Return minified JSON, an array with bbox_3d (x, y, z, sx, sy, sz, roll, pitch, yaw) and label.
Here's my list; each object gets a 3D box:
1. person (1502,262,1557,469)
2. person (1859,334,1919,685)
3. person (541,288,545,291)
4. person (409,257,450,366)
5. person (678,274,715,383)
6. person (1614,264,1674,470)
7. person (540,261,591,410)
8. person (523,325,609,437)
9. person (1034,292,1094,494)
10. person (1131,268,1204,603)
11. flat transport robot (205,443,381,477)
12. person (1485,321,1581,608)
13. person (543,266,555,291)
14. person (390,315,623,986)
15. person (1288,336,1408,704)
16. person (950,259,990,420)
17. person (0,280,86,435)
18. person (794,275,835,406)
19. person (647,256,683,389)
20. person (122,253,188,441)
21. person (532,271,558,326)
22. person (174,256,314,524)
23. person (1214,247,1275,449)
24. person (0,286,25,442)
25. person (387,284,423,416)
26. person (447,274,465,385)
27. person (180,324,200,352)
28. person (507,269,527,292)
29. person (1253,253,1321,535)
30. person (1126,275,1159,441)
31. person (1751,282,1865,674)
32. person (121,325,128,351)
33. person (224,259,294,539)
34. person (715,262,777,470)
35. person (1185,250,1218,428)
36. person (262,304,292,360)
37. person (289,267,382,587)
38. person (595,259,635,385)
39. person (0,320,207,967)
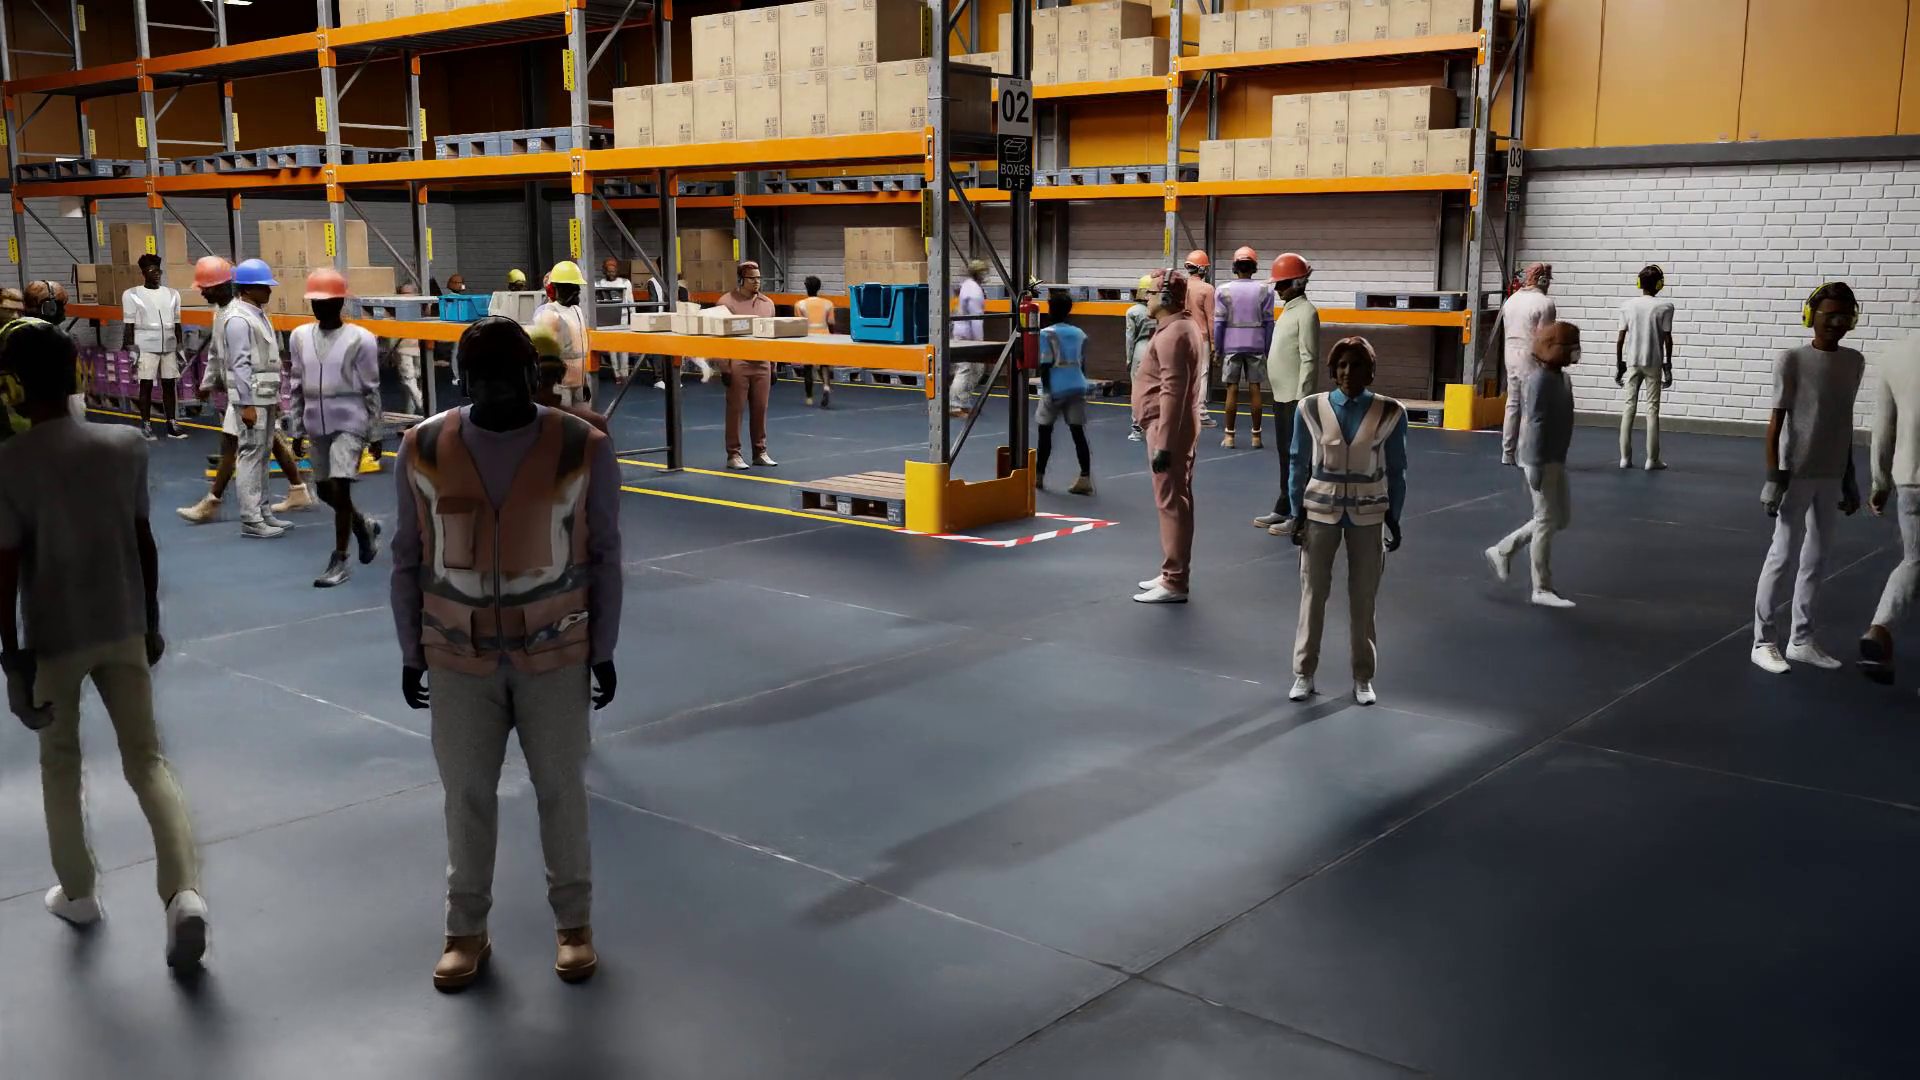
[{"bbox_3d":[5.262,-1.601,15.321,0.399,1.897,0.647,-3,10,-18],"label":"person"},{"bbox_3d":[4.350,-0.225,7.415,0.540,1.918,0.655,-6,12,-30],"label":"person"},{"bbox_3d":[-6.803,-3.700,28.070,0.702,1.613,0.510,7,12,36],"label":"person"},{"bbox_3d":[-9.180,-3.969,28.377,0.741,2.000,0.694,0,10,1],"label":"person"},{"bbox_3d":[-4.097,-3.204,24.750,0.902,1.798,0.666,-3,10,-18],"label":"person"},{"bbox_3d":[6.279,-1.581,15.266,0.521,1.873,0.334,9,13,40],"label":"person"},{"bbox_3d":[-3.169,-1.288,13.479,0.383,1.920,0.587,2,10,12],"label":"person"},{"bbox_3d":[-1.623,0.031,6.512,0.537,1.722,0.915,-6,11,-30],"label":"person"},{"bbox_3d":[0.835,-1.223,13.817,0.559,1.643,0.836,-6,12,-31],"label":"person"},{"bbox_3d":[1.177,-0.592,9.532,0.402,1.911,0.639,3,10,14],"label":"person"},{"bbox_3d":[-5.976,-0.728,14.958,1.431,0.197,0.652,-3,11,-18],"label":"flat transport robot"},{"bbox_3d":[3.287,-0.434,9.461,0.500,1.623,0.507,8,13,39],"label":"person"},{"bbox_3d":[-5.016,-2.576,21.038,0.601,1.831,0.404,-7,12,-36],"label":"person"},{"bbox_3d":[-1.241,0.309,4.588,0.627,1.844,0.429,-2,10,-9],"label":"person"},{"bbox_3d":[1.718,-0.086,7.407,0.515,1.641,0.314,2,10,14],"label":"person"},{"bbox_3d":[0.086,-2.349,19.554,0.570,1.896,0.647,0,10,-2],"label":"person"},{"bbox_3d":[-5.643,-0.689,10.321,0.637,1.830,0.429,5,11,26],"label":"person"},{"bbox_3d":[-1.839,-2.516,21.097,0.541,1.680,0.628,-3,10,-14],"label":"person"},{"bbox_3d":[-4.288,-3.154,24.087,0.393,1.920,0.591,5,11,25],"label":"person"},{"bbox_3d":[-8.485,-2.032,17.559,0.365,1.966,0.608,8,13,39],"label":"person"},{"bbox_3d":[-3.303,-1.274,13.588,0.396,1.847,0.564,1,10,7],"label":"person"},{"bbox_3d":[-5.365,-1.116,12.387,1.024,1.965,0.773,-6,12,-32],"label":"person"},{"bbox_3d":[2.858,-1.929,16.783,0.605,2.035,0.384,1,10,6],"label":"person"},{"bbox_3d":[-6.375,-0.804,11.111,0.561,1.792,1.017,-7,12,-35],"label":"person"},{"bbox_3d":[-6.338,-2.146,19.220,0.740,1.616,0.522,8,13,38],"label":"person"},{"bbox_3d":[-7.444,-3.116,24.683,0.266,1.632,0.509,-1,10,-7],"label":"person"},{"bbox_3d":[-10.739,-2.965,23.006,0.433,1.919,0.563,8,13,38],"label":"person"},{"bbox_3d":[-5.253,-2.339,19.873,0.524,1.772,0.301,-8,13,-38],"label":"person"},{"bbox_3d":[2.341,-1.030,11.797,0.388,1.987,0.608,-1,10,-6],"label":"person"},{"bbox_3d":[1.976,-1.910,17.504,0.486,1.745,0.295,-1,10,-5],"label":"person"},{"bbox_3d":[4.078,-0.293,7.950,0.535,1.865,0.311,-3,10,-15],"label":"person"},{"bbox_3d":[-13.535,-3.686,27.187,0.571,1.884,0.971,9,13,42],"label":"person"},{"bbox_3d":[-4.929,-0.989,11.676,0.404,1.945,0.615,-2,10,-9],"label":"person"},{"bbox_3d":[-1.932,-1.596,15.292,0.635,1.899,0.402,-8,13,-38],"label":"person"},{"bbox_3d":[2.660,-2.263,18.798,0.612,1.995,0.377,10,14,44],"label":"person"},{"bbox_3d":[-11.233,-3.741,27.458,0.636,1.911,0.405,0,10,-1],"label":"person"},{"bbox_3d":[-3.779,-0.708,10.172,0.560,1.914,0.783,2,10,10],"label":"person"},{"bbox_3d":[-5.084,-3.192,24.468,0.615,1.853,0.819,-2,10,-11],"label":"person"},{"bbox_3d":[-2.460,0.294,4.731,0.912,1.828,0.527,10,14,44],"label":"person"}]
